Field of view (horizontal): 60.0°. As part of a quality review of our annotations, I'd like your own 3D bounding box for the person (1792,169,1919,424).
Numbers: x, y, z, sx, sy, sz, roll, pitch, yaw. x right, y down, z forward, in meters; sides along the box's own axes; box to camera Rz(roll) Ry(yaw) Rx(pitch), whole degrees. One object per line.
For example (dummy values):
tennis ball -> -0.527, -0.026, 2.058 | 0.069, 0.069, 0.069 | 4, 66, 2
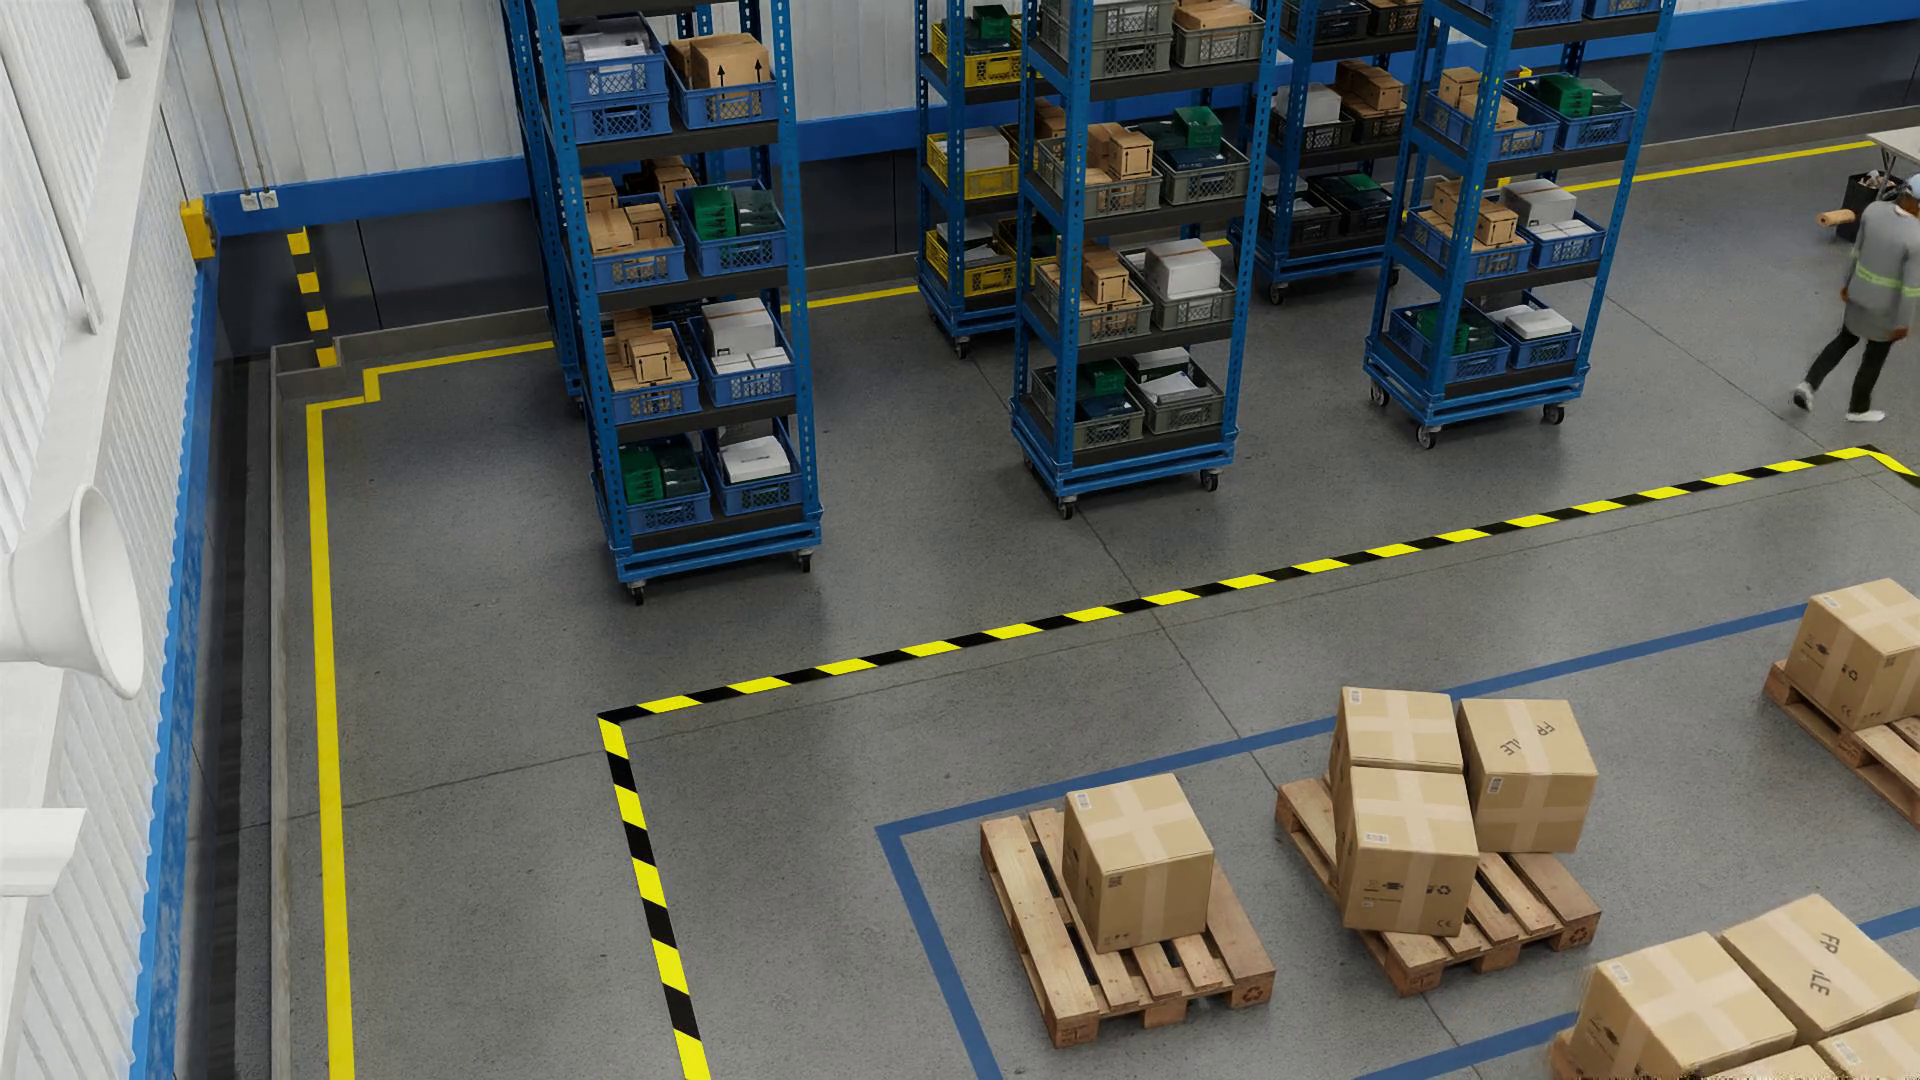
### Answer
person -> 6.016, -1.574, 10.936 | 0.504, 1.861, 0.601 | -11, 37, -16
